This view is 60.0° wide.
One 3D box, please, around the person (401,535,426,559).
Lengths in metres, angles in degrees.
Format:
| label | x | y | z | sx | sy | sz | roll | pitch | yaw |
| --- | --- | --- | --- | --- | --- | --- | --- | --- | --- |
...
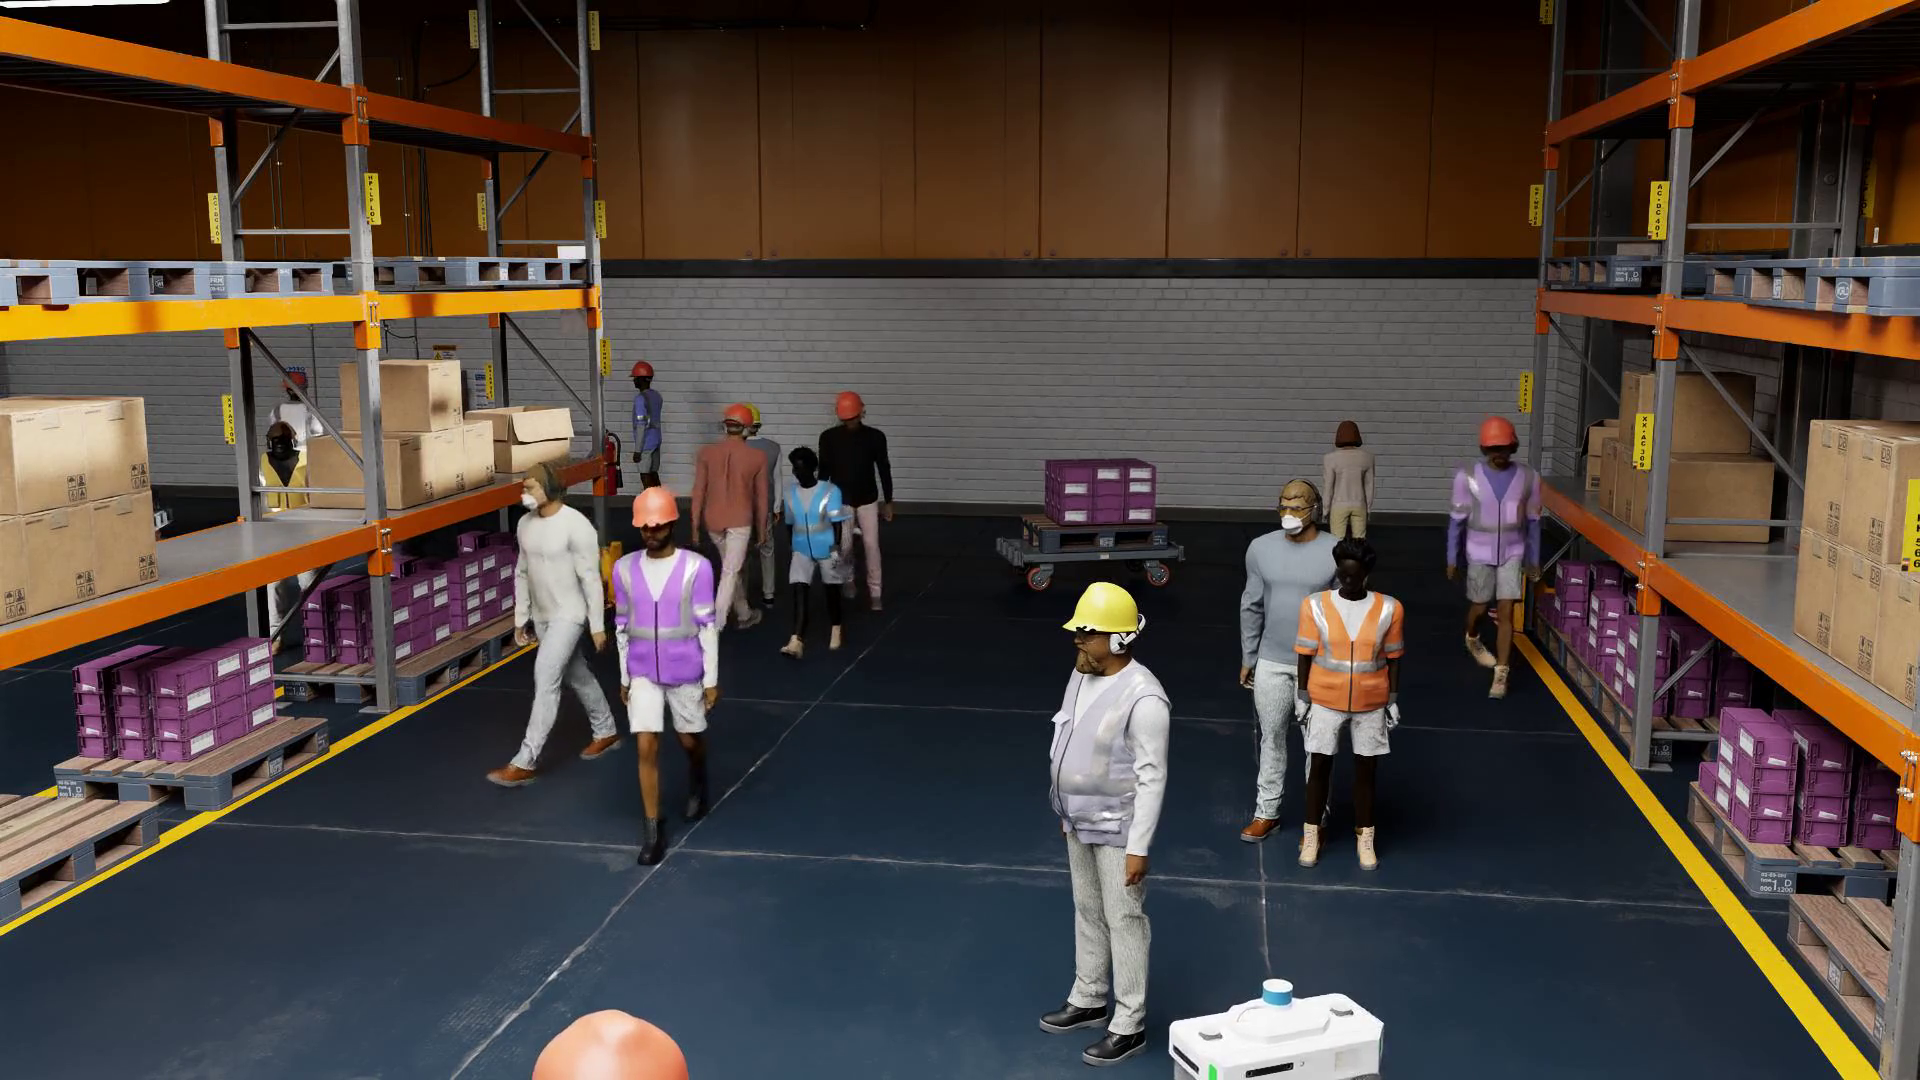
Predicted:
| label | x | y | z | sx | sy | sz | roll | pitch | yaw |
| --- | --- | --- | --- | --- | --- | --- | --- | --- | --- |
| person | -4.984 | -0.362 | 14.762 | 0.665 | 1.944 | 0.970 | 3 | 10 | 19 |

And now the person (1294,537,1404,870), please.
| label | x | y | z | sx | sy | sz | roll | pitch | yaw |
| --- | --- | --- | --- | --- | --- | --- | --- | --- | --- |
| person | 1.937 | 0.812 | 8.311 | 0.540 | 1.690 | 0.317 | 1 | 9 | 9 |

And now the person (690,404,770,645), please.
| label | x | y | z | sx | sy | sz | roll | pitch | yaw |
| --- | --- | --- | --- | --- | --- | --- | --- | --- | --- |
| person | -1.876 | -0.131 | 13.509 | 0.610 | 1.922 | 1.056 | 2 | 10 | 15 |

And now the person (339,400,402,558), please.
| label | x | y | z | sx | sy | sz | roll | pitch | yaw |
| --- | --- | --- | --- | --- | --- | --- | --- | --- | --- |
| person | -5.304 | -0.382 | 15.119 | 0.542 | 1.873 | 0.701 | -7 | 12 | -37 |

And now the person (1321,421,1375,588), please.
| label | x | y | z | sx | sy | sz | roll | pitch | yaw |
| --- | --- | --- | --- | --- | --- | --- | --- | --- | --- |
| person | 3.536 | -0.274 | 15.197 | 0.498 | 1.630 | 0.284 | -1 | 9 | -8 |

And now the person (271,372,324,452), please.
| label | x | y | z | sx | sy | sz | roll | pitch | yaw |
| --- | --- | --- | --- | --- | --- | --- | --- | --- | --- |
| person | -7.046 | -0.848 | 17.856 | 0.578 | 1.911 | 0.750 | -1 | 9 | -4 |

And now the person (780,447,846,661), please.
| label | x | y | z | sx | sy | sz | roll | pitch | yaw |
| --- | --- | --- | --- | --- | --- | --- | --- | --- | --- |
| person | -1.138 | 0.096 | 12.857 | 0.541 | 1.628 | 0.900 | 2 | 9 | 14 |

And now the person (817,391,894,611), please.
| label | x | y | z | sx | sy | sz | roll | pitch | yaw |
| --- | --- | --- | --- | --- | --- | --- | --- | --- | --- |
| person | -0.929 | -0.352 | 14.670 | 0.701 | 1.954 | 0.601 | -1 | 9 | -6 |

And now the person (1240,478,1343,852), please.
| label | x | y | z | sx | sy | sz | roll | pitch | yaw |
| --- | --- | --- | --- | --- | --- | --- | --- | --- | --- |
| person | 1.741 | 0.642 | 8.603 | 0.637 | 1.938 | 0.357 | 6 | 11 | 32 |

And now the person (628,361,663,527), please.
| label | x | y | z | sx | sy | sz | roll | pitch | yaw |
| --- | --- | --- | --- | --- | --- | --- | --- | --- | --- |
| person | -3.682 | -1.117 | 19.452 | 0.362 | 1.938 | 0.545 | 2 | 9 | 12 |

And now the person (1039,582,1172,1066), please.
| label | x | y | z | sx | sy | sz | roll | pitch | yaw |
| --- | --- | --- | --- | --- | --- | --- | --- | --- | --- |
| person | 0.544 | 1.063 | 6.329 | 0.403 | 1.834 | 0.587 | -5 | 10 | -26 |

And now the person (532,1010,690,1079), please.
| label | x | y | z | sx | sy | sz | roll | pitch | yaw |
| --- | --- | --- | --- | --- | --- | --- | --- | --- | --- |
| person | -0.501 | 1.630 | 2.502 | 0.545 | 1.942 | 0.354 | -7 | 11 | -36 |

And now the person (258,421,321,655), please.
| label | x | y | z | sx | sy | sz | roll | pitch | yaw |
| --- | --- | --- | --- | --- | --- | --- | --- | --- | --- |
| person | -5.238 | -0.015 | 12.984 | 0.625 | 1.837 | 0.429 | -4 | 10 | -22 |

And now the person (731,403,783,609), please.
| label | x | y | z | sx | sy | sz | roll | pitch | yaw |
| --- | --- | --- | --- | --- | --- | --- | --- | --- | --- |
| person | -1.853 | -0.291 | 14.673 | 0.591 | 1.837 | 0.403 | -4 | 10 | -25 |

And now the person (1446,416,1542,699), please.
| label | x | y | z | sx | sy | sz | roll | pitch | yaw |
| --- | --- | --- | --- | --- | --- | --- | --- | --- | --- |
| person | 3.837 | 0.077 | 11.967 | 0.665 | 1.998 | 0.953 | 2 | 9 | 11 |

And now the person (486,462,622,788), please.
| label | x | y | z | sx | sy | sz | roll | pitch | yaw |
| --- | --- | --- | --- | --- | --- | --- | --- | --- | --- |
| person | -2.406 | 0.468 | 9.876 | 0.633 | 1.882 | 1.057 | 8 | 12 | 40 |

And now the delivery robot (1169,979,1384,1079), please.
| label | x | y | z | sx | sy | sz | roll | pitch | yaw |
| --- | --- | --- | --- | --- | --- | --- | --- | --- | --- |
| delivery robot | 1.082 | 1.754 | 5.710 | 0.707 | 0.478 | 0.477 | -3 | 10 | -20 |

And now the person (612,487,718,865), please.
| label | x | y | z | sx | sy | sz | roll | pitch | yaw |
| --- | --- | --- | --- | --- | --- | --- | --- | --- | --- |
| person | -1.517 | 0.649 | 8.672 | 0.552 | 1.906 | 0.905 | 1 | 9 | 4 |

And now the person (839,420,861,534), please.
| label | x | y | z | sx | sy | sz | roll | pitch | yaw |
| --- | --- | --- | --- | --- | --- | --- | --- | --- | --- |
| person | -1.389 | -0.833 | 18.740 | 0.647 | 1.594 | 0.505 | 0 | 9 | 2 |
